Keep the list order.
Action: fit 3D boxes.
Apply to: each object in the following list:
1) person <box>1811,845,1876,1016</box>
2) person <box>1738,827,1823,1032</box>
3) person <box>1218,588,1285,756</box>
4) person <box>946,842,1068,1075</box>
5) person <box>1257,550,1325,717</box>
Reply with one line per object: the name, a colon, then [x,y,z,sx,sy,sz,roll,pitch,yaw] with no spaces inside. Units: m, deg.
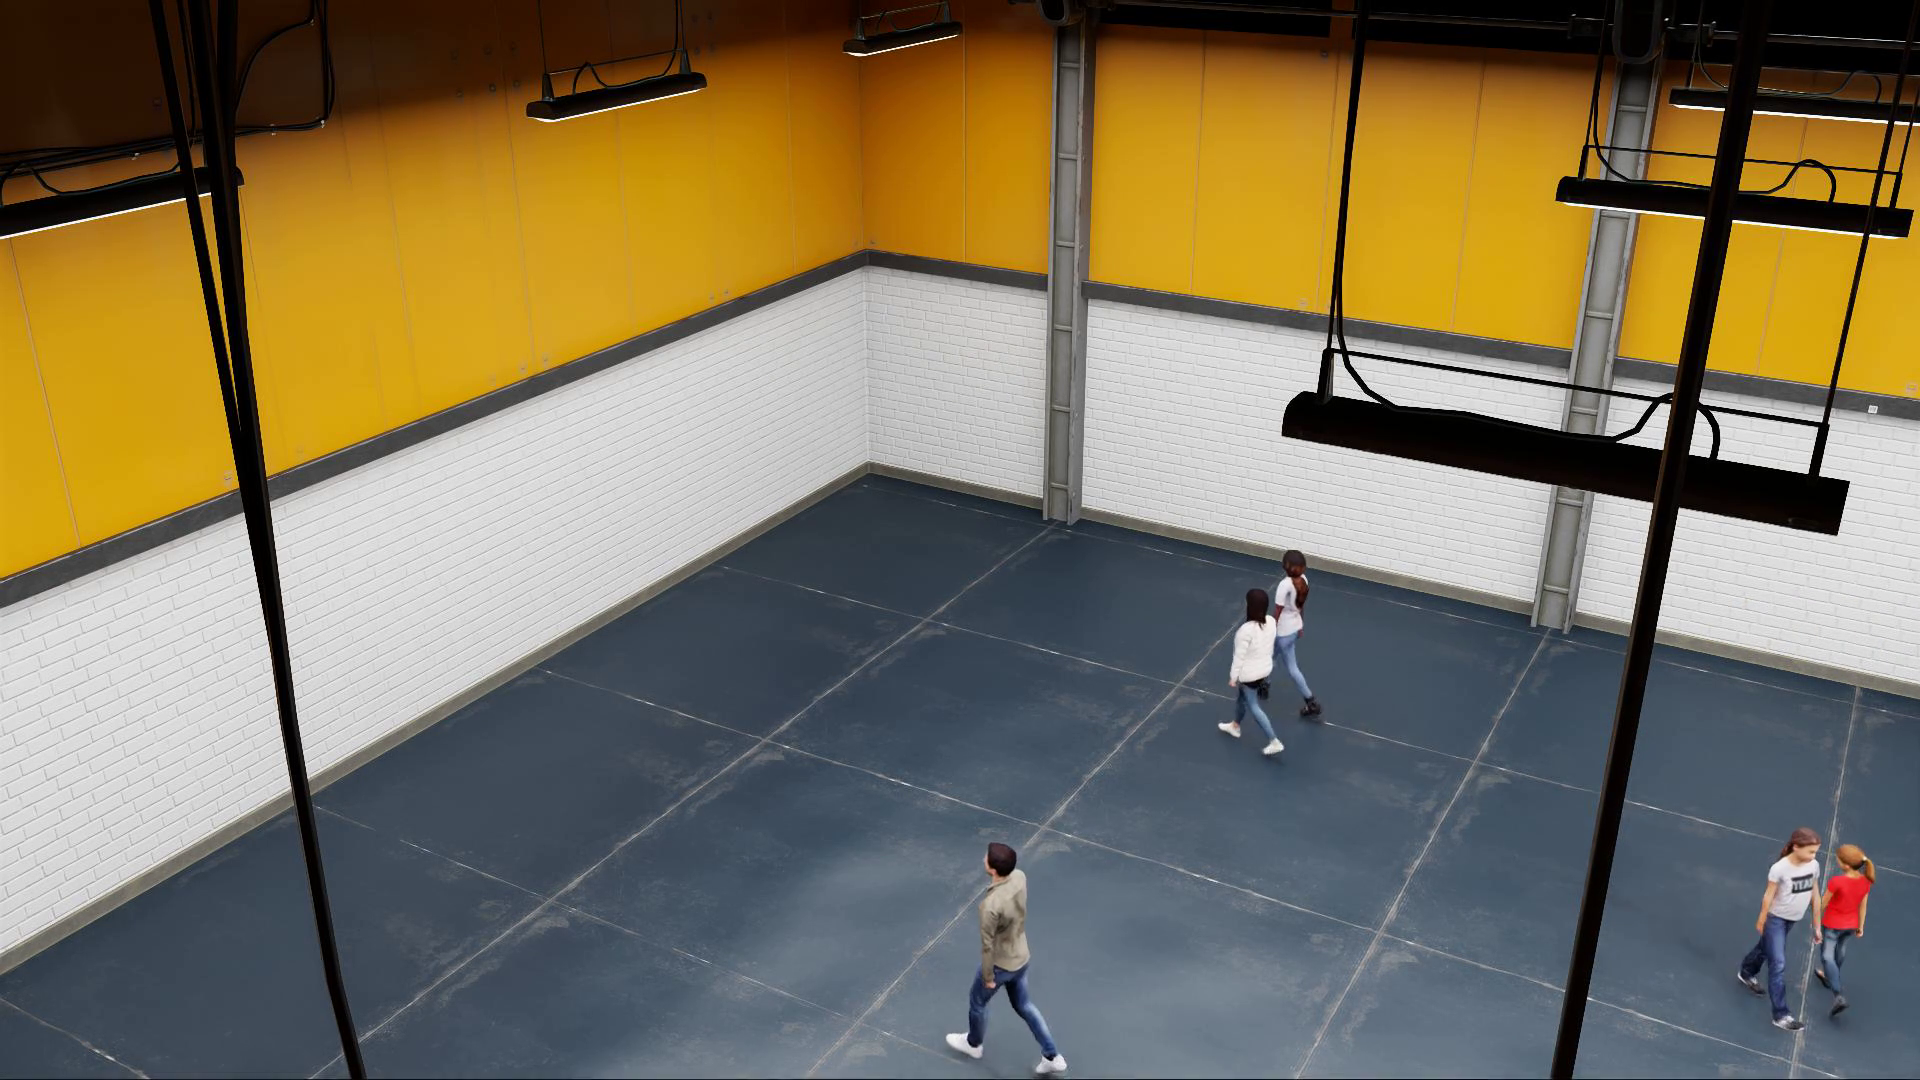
person: [6.471,2.861,12.175,0.833,1.283,0.820,-1,24,-2]
person: [5.976,2.719,12.195,0.954,1.526,1.023,-6,24,-13]
person: [2.781,1.246,15.461,0.821,1.609,1.112,-21,31,-40]
person: [0.383,2.890,11.393,1.180,1.855,0.780,17,29,34]
person: [3.238,0.929,16.096,1.145,1.682,0.710,18,29,35]
